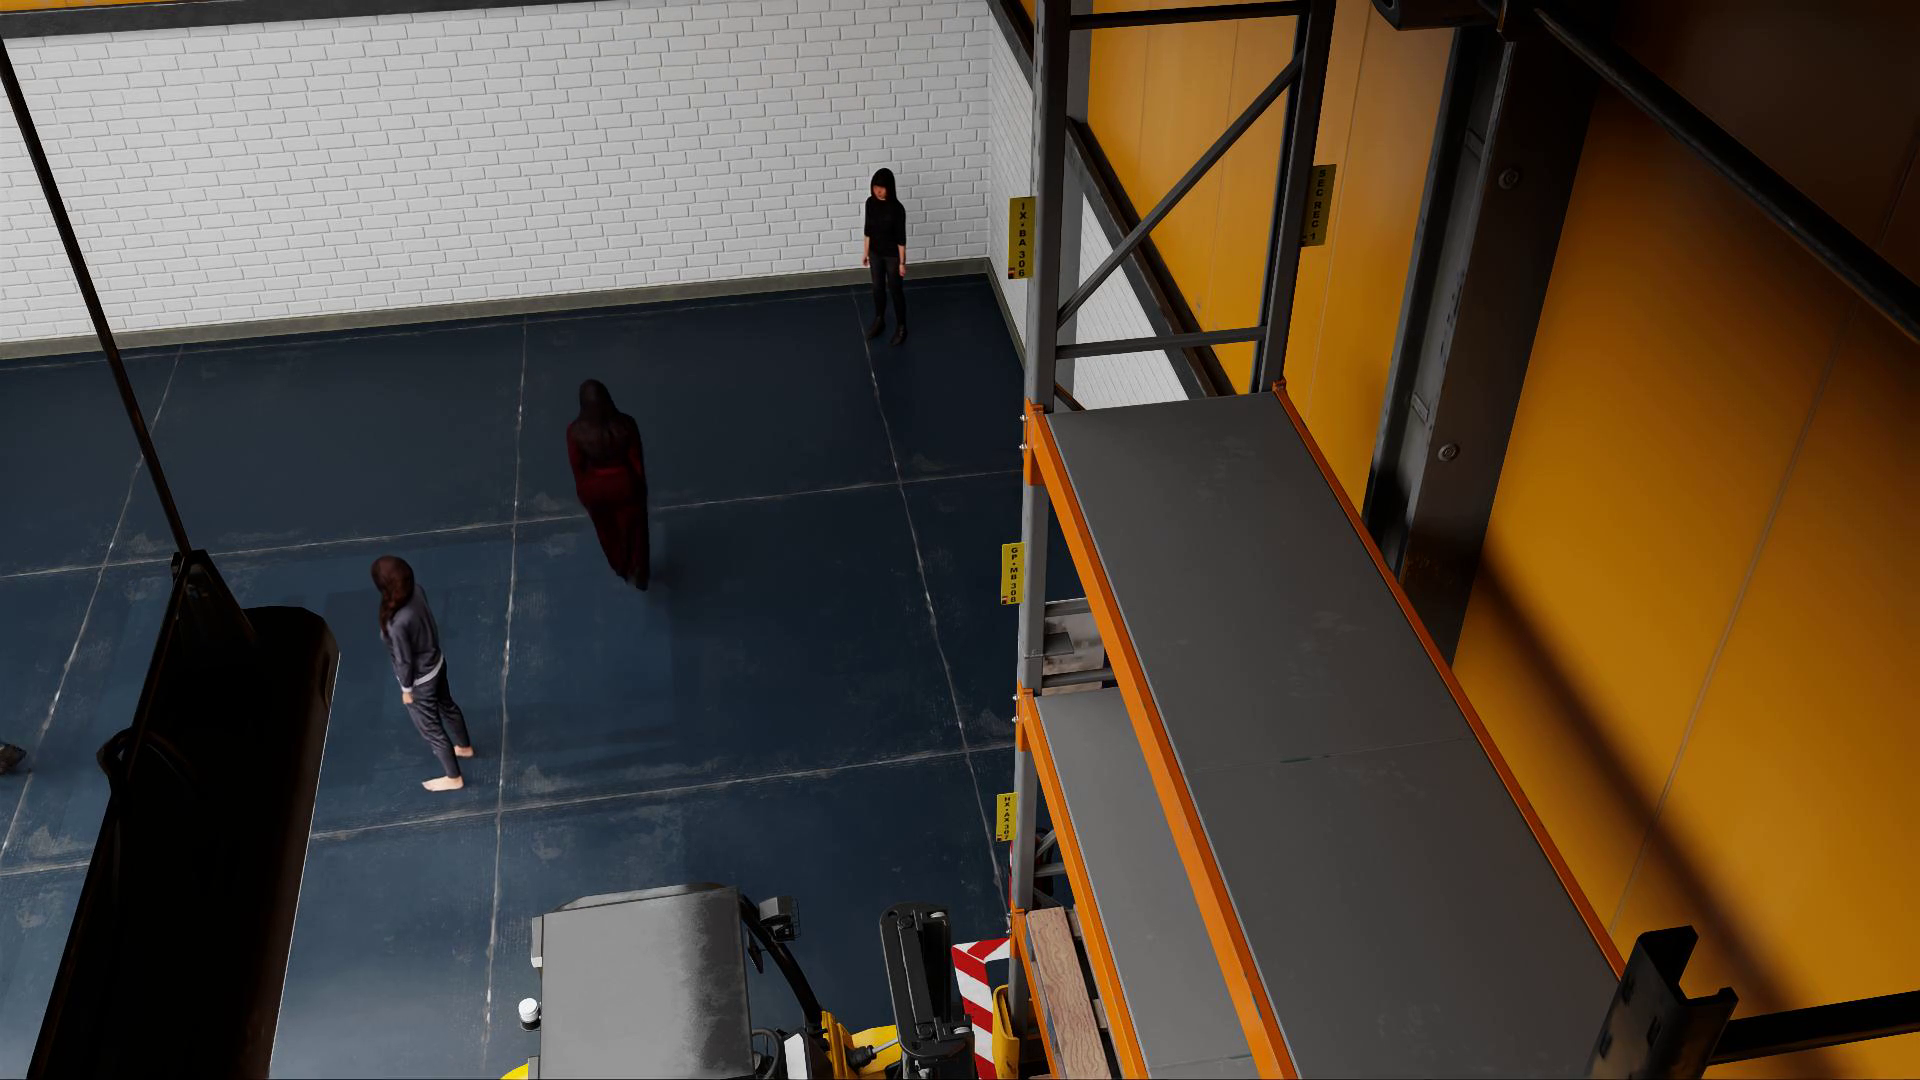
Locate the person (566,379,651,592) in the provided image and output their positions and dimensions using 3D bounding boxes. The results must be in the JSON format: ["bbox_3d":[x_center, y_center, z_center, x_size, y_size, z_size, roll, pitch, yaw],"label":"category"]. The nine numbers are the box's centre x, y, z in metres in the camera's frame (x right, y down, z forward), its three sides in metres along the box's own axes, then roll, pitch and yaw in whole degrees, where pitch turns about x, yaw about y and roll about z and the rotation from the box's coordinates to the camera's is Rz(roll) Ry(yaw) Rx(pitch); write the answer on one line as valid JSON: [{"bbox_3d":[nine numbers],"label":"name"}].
[{"bbox_3d":[-2.430,-0.310,11.632,0.689,1.740,0.830,-9,40,-11],"label":"person"}]

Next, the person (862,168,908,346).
[{"bbox_3d":[-0.633,-2.486,14.438,0.642,1.639,0.688,20,43,24],"label":"person"}]

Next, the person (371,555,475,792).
[{"bbox_3d":[-3.297,0.797,10.225,0.694,1.766,0.506,0,39,0],"label":"person"}]
